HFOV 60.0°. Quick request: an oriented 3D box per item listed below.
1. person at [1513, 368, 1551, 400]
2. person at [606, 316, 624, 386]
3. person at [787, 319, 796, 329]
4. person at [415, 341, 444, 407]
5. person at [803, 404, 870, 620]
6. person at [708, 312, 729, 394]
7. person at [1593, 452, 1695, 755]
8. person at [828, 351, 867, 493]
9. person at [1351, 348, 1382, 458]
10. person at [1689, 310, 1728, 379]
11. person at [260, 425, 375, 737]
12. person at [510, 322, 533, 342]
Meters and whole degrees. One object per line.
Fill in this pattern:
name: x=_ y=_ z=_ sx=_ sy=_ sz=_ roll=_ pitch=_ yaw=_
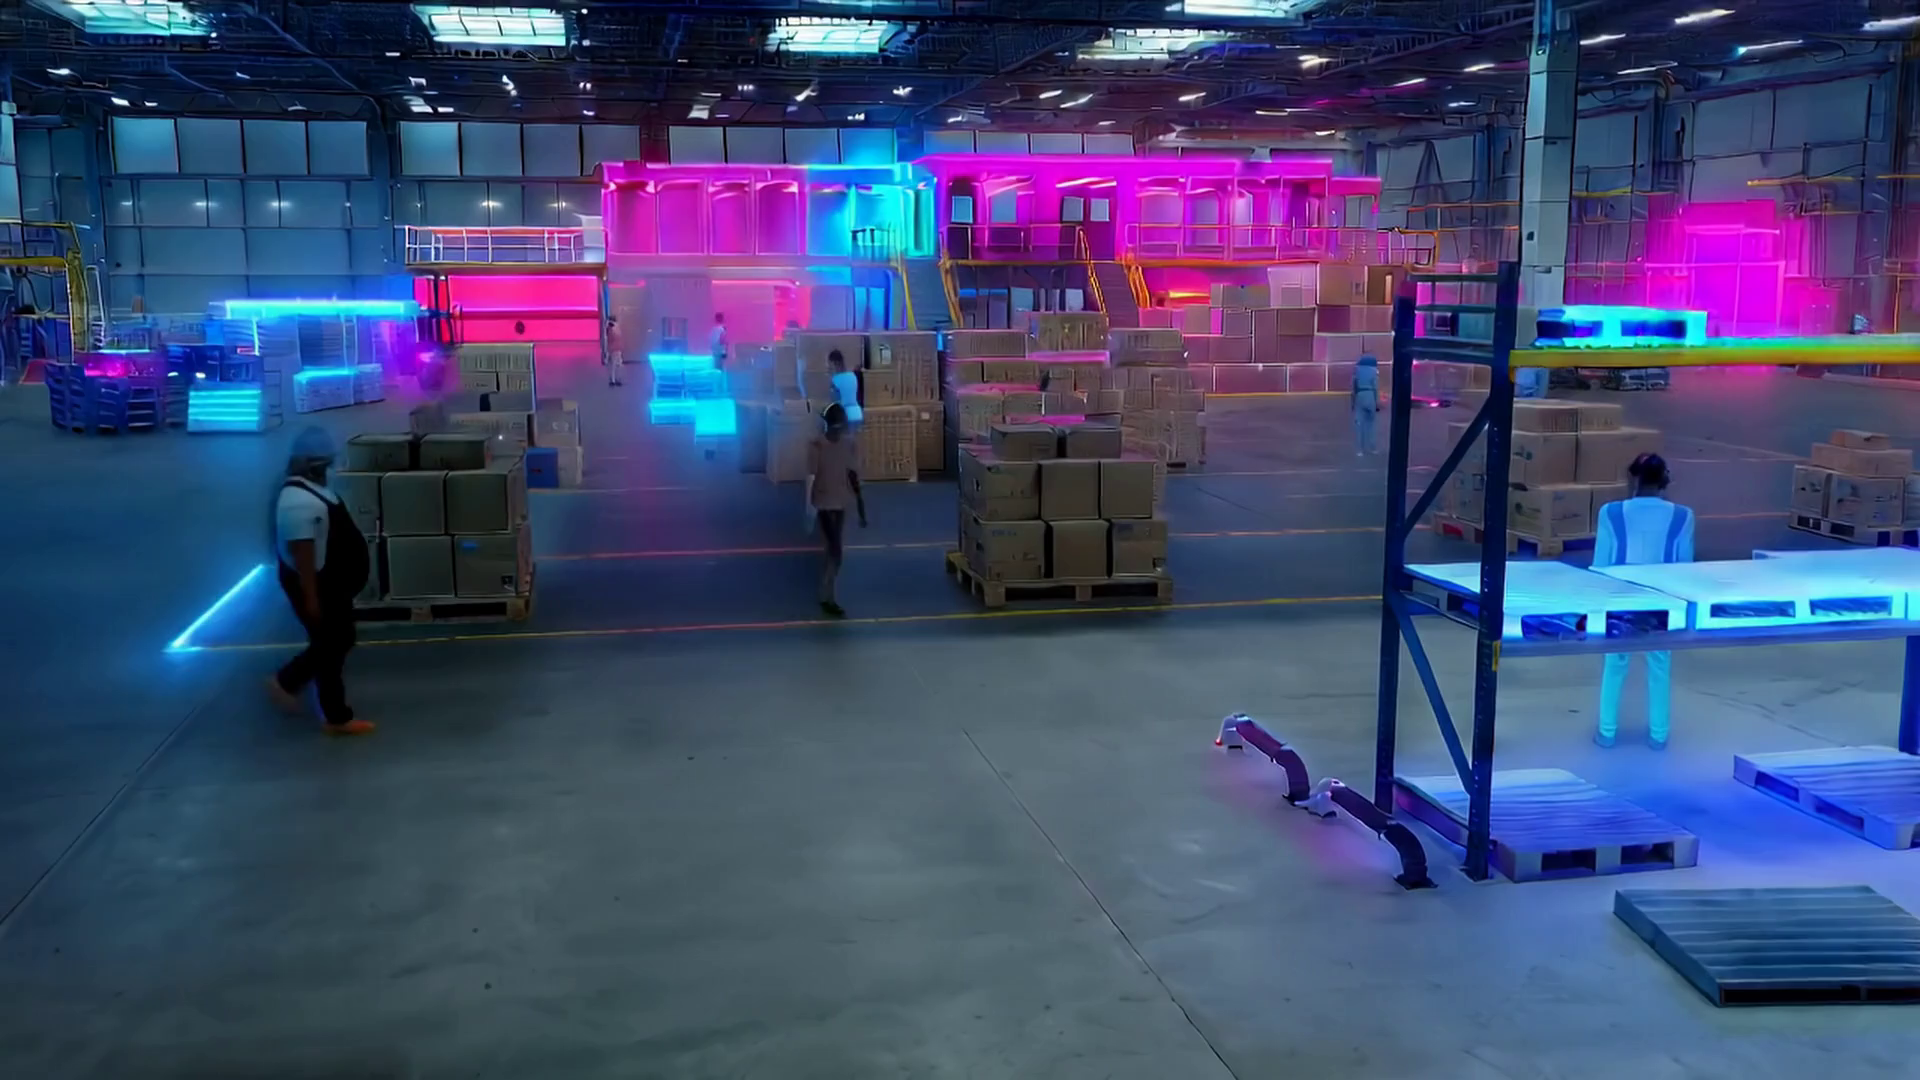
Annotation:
person: x=9.030 y=-2.249 z=26.555 sx=0.666 sy=1.817 sz=0.681 roll=8 pitch=12 yaw=39
person: x=-8.764 y=-4.804 z=42.290 sx=0.324 sy=1.769 sz=0.523 roll=8 pitch=12 yaw=39
person: x=-3.833 y=-4.207 z=38.537 sx=0.507 sy=1.816 sz=0.893 roll=-7 pitch=12 yaw=-36
person: x=-8.127 y=-2.086 z=25.357 sx=0.565 sy=1.882 sz=0.975 roll=5 pitch=11 yaw=28
person: x=-1.042 y=-0.248 z=14.297 sx=0.617 sy=1.849 sz=0.539 roll=8 pitch=12 yaw=41
person: x=-5.689 y=-4.457 z=39.617 sx=0.651 sy=1.945 sz=0.542 roll=6 pitch=11 yaw=33
person: x=4.211 y=0.392 z=10.307 sx=0.574 sy=1.876 sz=0.356 roll=3 pitch=10 yaw=15
person: x=-1.521 y=-1.567 z=22.158 sx=0.427 sy=1.898 sz=0.628 roll=5 pitch=11 yaw=28
person: x=6.457 y=-2.179 z=26.402 sx=0.505 sy=1.722 sz=0.666 roll=5 pitch=11 yaw=29
person: x=20.163 y=-5.249 z=44.611 sx=1.025 sy=1.896 sz=0.633 roll=6 pitch=11 yaw=31
person: x=-4.123 y=0.257 z=10.609 sx=0.698 sy=2.000 sz=0.692 roll=-1 pitch=9 yaw=-8
person: x=-9.182 y=-3.643 z=34.928 sx=0.508 sy=1.864 sz=0.329 roll=-4 pitch=10 yaw=-24
